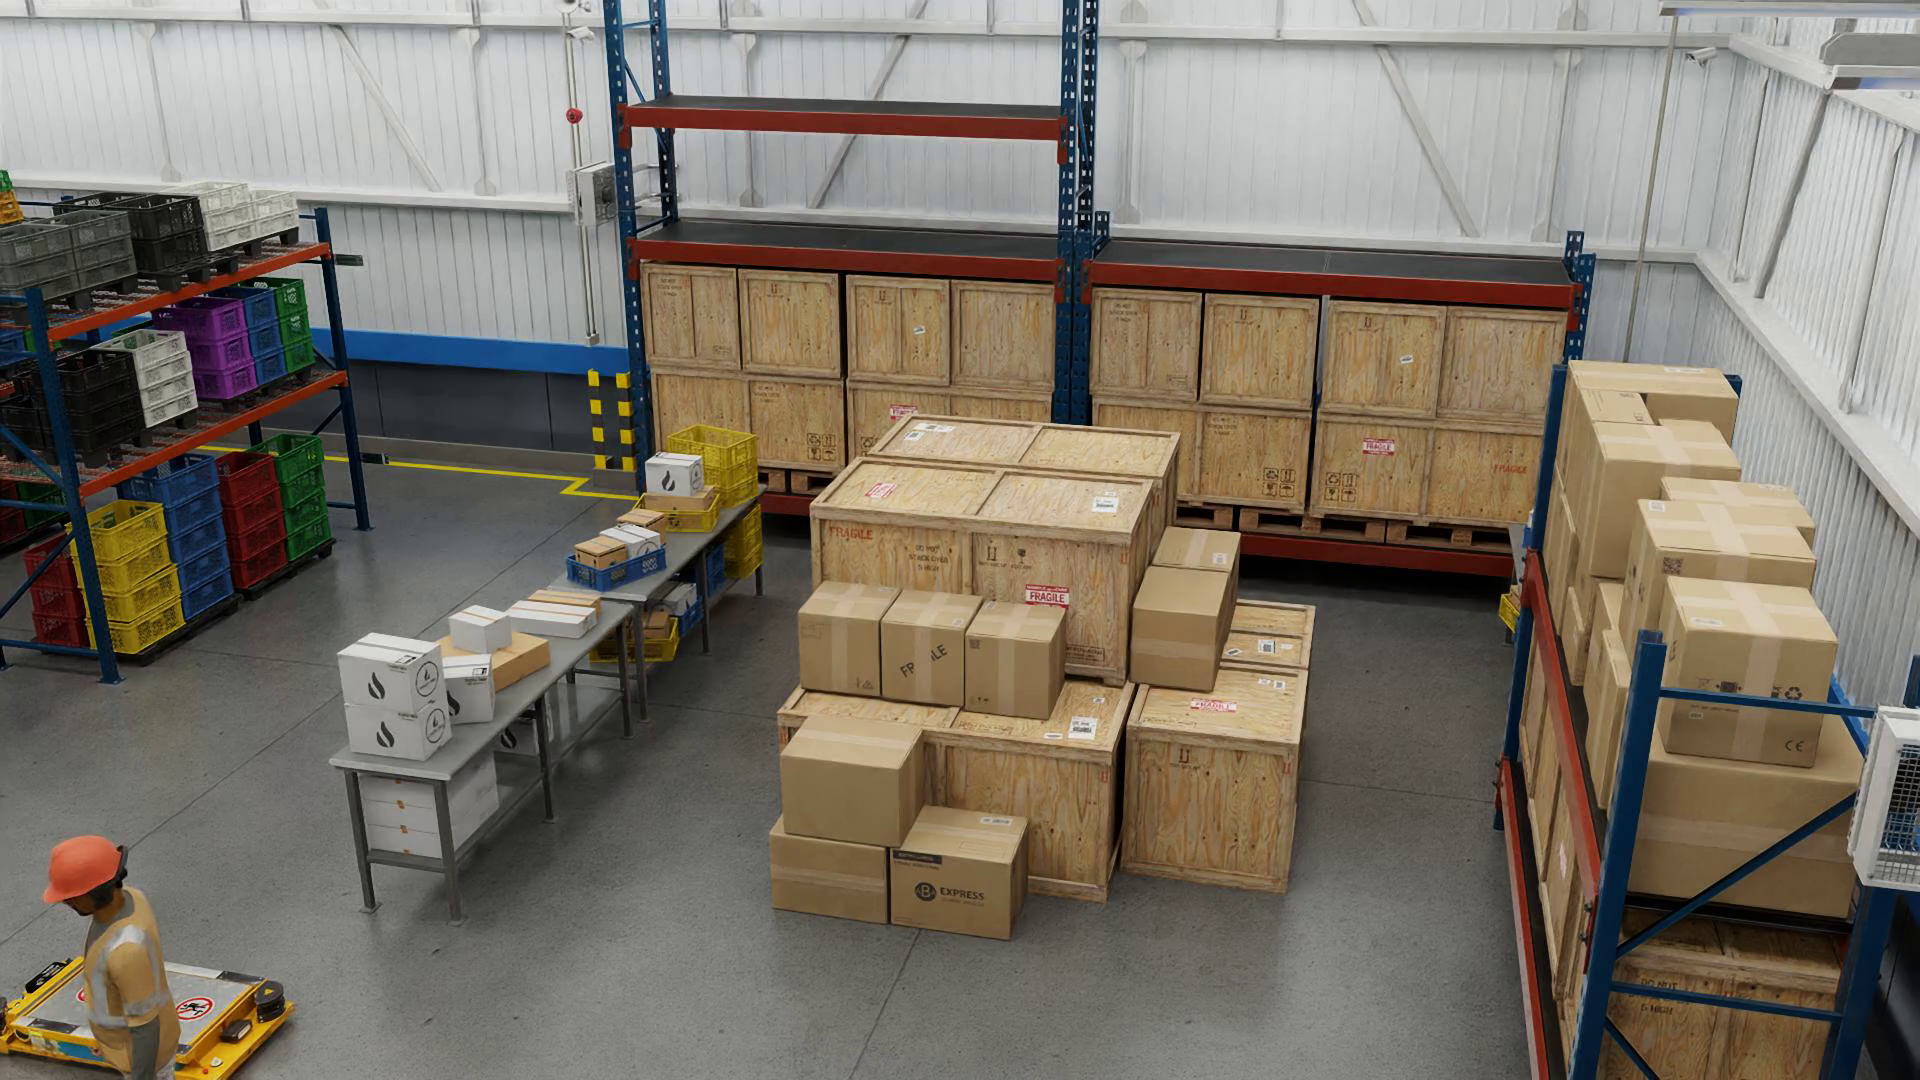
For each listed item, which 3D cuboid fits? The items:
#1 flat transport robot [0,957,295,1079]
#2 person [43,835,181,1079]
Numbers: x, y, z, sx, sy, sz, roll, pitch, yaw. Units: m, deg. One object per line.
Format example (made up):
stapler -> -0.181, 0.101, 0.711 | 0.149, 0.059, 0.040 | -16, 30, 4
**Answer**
flat transport robot -> -4.270, 2.464, 8.601 | 1.431, 0.231, 0.659 | 5, 22, 13
person -> -3.489, 2.130, 7.004 | 0.386, 2.035, 0.604 | -11, 24, -27
